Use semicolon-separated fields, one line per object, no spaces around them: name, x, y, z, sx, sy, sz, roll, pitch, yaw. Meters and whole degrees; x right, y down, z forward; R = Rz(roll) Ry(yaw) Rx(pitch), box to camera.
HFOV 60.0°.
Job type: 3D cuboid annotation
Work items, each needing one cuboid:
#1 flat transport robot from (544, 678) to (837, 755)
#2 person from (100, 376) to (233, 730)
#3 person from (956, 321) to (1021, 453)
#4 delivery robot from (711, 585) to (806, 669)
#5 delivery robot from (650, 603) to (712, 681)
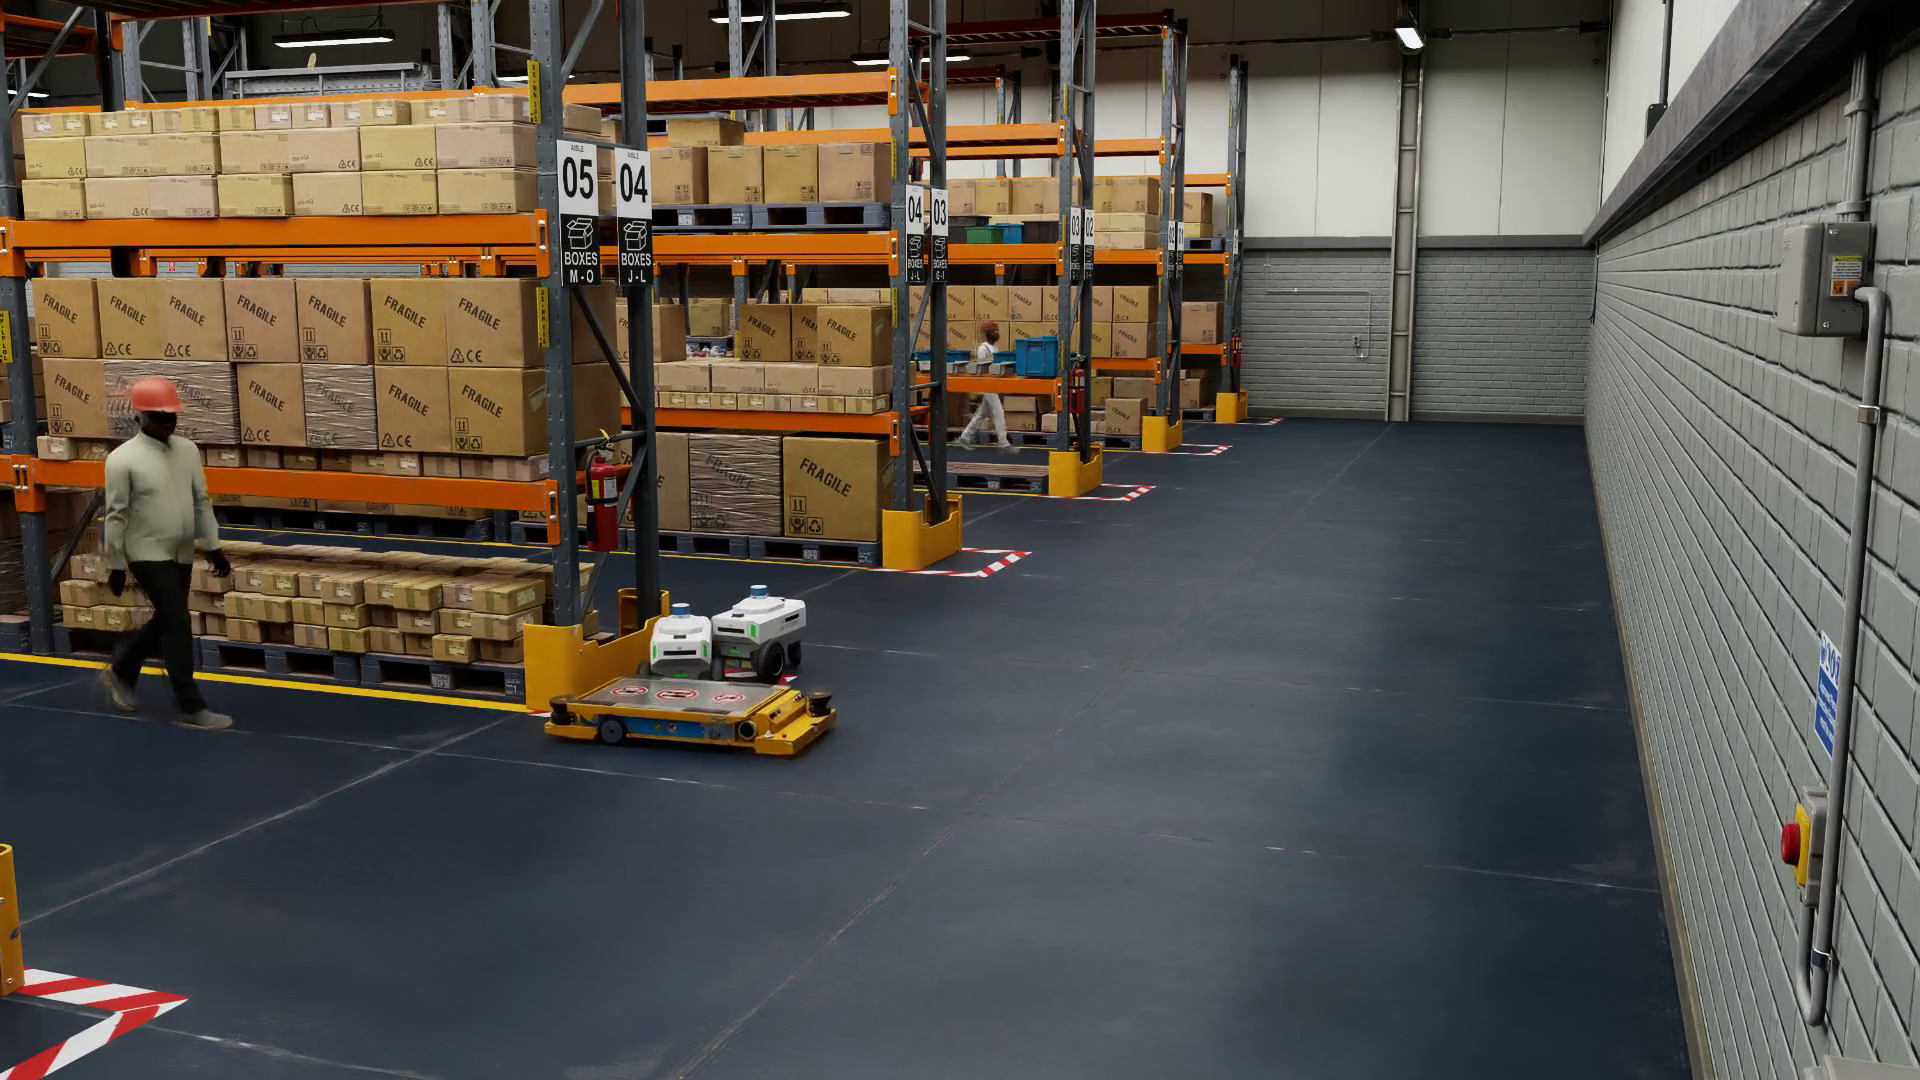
flat transport robot;-1.451;0.932;9.009;1.431;0.197;0.652;3;9;15
person;-4.491;0.062;9.221;0.927;1.959;0.609;2;9;15
person;0.369;-2.132;23.249;0.935;1.849;0.584;3;9;16
delivery robot;-1.251;0.524;10.382;0.477;0.478;0.707;4;10;22
delivery robot;-1.640;0.616;9.805;0.477;0.478;0.707;-1;9;-8
